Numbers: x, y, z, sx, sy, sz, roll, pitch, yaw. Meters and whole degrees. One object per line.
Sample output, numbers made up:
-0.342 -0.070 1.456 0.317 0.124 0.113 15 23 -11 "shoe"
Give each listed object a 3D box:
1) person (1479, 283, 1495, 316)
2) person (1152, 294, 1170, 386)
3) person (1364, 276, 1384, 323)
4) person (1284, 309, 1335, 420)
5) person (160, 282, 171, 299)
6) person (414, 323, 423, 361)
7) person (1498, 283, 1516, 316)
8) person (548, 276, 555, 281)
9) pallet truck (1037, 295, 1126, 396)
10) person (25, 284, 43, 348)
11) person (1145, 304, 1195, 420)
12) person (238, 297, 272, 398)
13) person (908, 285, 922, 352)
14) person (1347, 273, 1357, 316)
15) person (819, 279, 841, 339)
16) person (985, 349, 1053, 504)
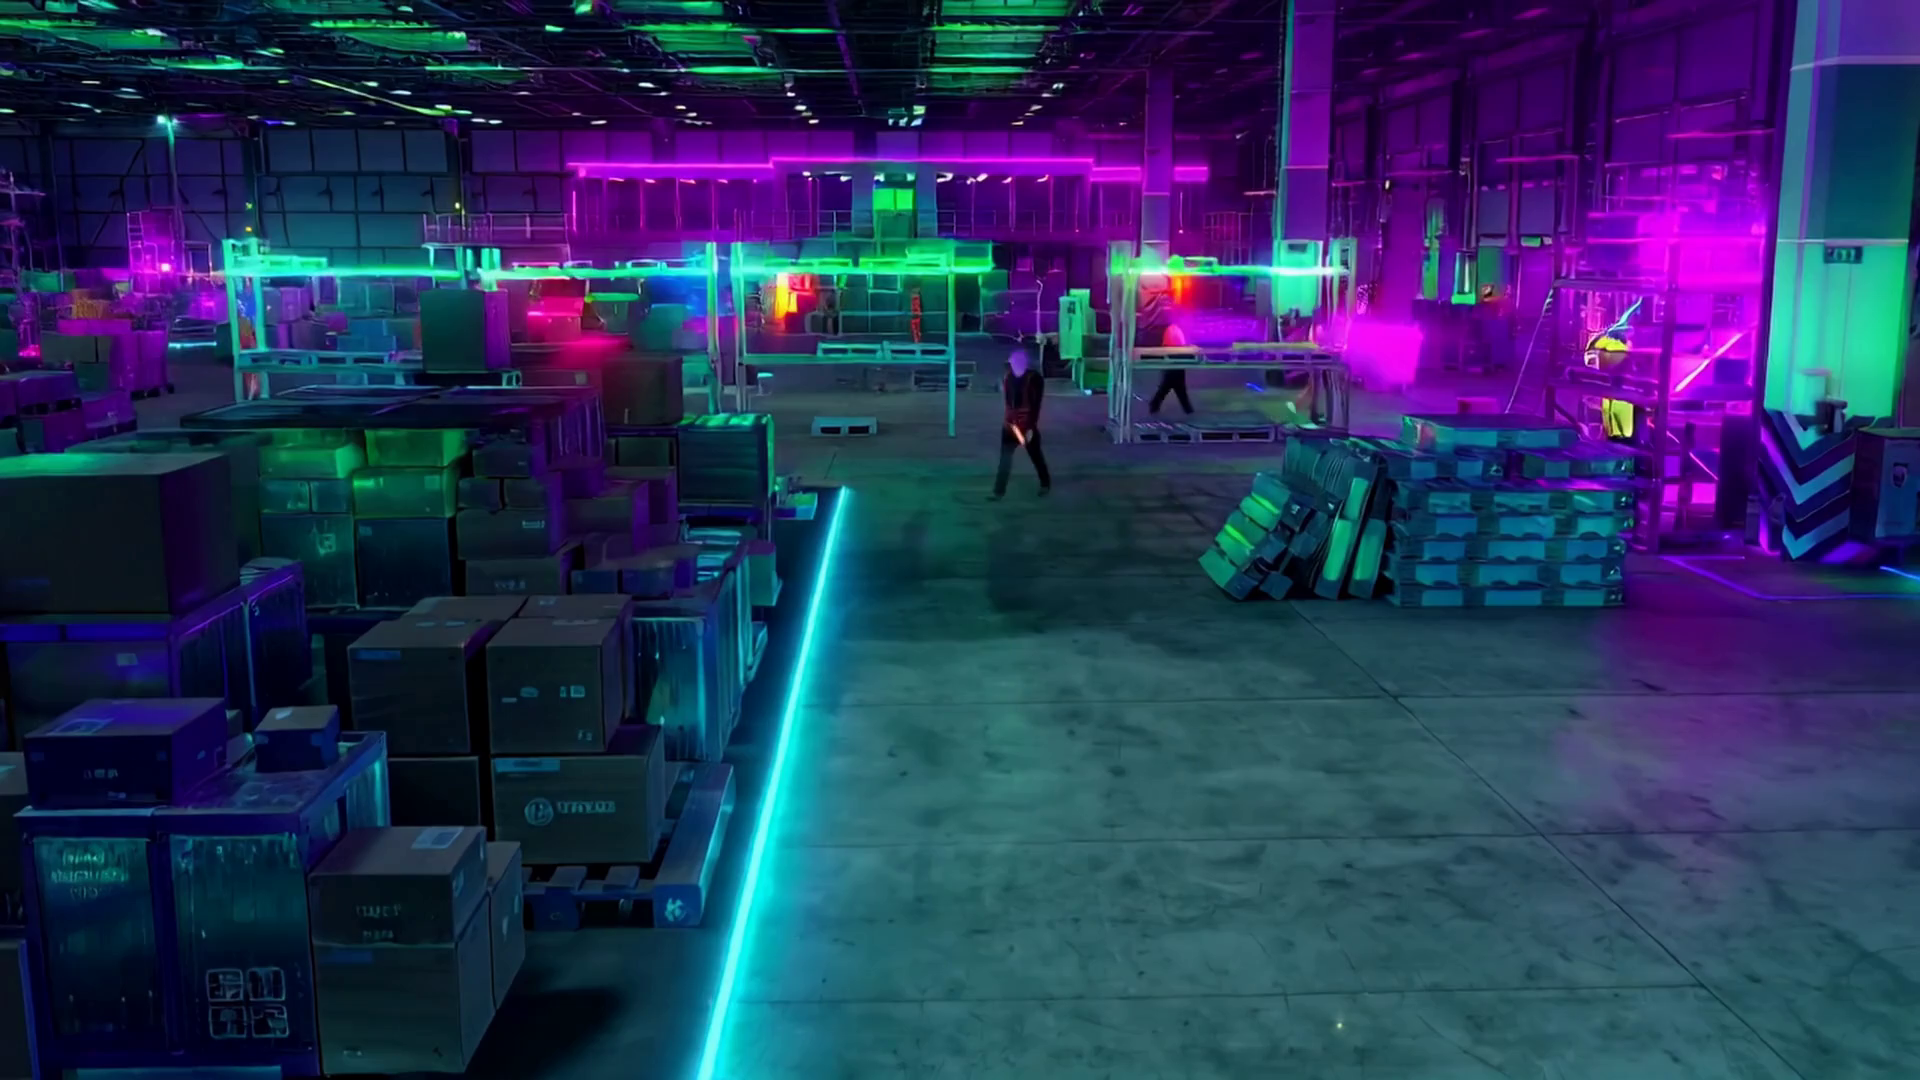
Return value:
13.600 -5.707 43.369 0.963 1.948 0.619 9 13 40 "person"
4.272 -4.216 35.117 0.373 1.928 0.584 8 13 37 "person"
14.019 -8.049 56.570 0.976 1.868 0.705 5 11 25 "person"
5.963 -2.969 28.234 0.774 1.912 0.662 2 10 14 "person"
-25.469 -7.407 53.420 0.313 1.740 0.487 -4 11 -23 "person"
-9.893 -3.433 30.934 0.585 1.882 1.009 4 11 21 "person"
15.631 -6.423 47.594 0.532 1.864 0.312 -1 10 -4 "person"
-14.439 -8.543 59.388 0.594 1.869 0.593 -3 11 -18 "person"
2.483 -3.881 33.060 1.885 1.965 0.823 -7 13 -36 "pallet truck"
-26.444 -6.393 47.554 0.610 1.824 0.404 6 12 30 "person"
3.637 -3.049 28.303 1.032 2.000 0.694 -1 10 -4 "person"
-13.749 -3.744 32.406 0.603 1.958 0.381 5 11 26 "person"
-1.201 -5.838 44.319 0.354 1.876 0.574 -3 11 -17 "person"
15.585 -9.636 65.712 0.644 1.810 0.436 6 12 31 "person"
-4.060 -7.195 51.854 0.635 1.887 0.584 -4 11 -20 "person"
0.734 -1.332 19.450 0.625 1.799 0.972 9 13 40 "person"
